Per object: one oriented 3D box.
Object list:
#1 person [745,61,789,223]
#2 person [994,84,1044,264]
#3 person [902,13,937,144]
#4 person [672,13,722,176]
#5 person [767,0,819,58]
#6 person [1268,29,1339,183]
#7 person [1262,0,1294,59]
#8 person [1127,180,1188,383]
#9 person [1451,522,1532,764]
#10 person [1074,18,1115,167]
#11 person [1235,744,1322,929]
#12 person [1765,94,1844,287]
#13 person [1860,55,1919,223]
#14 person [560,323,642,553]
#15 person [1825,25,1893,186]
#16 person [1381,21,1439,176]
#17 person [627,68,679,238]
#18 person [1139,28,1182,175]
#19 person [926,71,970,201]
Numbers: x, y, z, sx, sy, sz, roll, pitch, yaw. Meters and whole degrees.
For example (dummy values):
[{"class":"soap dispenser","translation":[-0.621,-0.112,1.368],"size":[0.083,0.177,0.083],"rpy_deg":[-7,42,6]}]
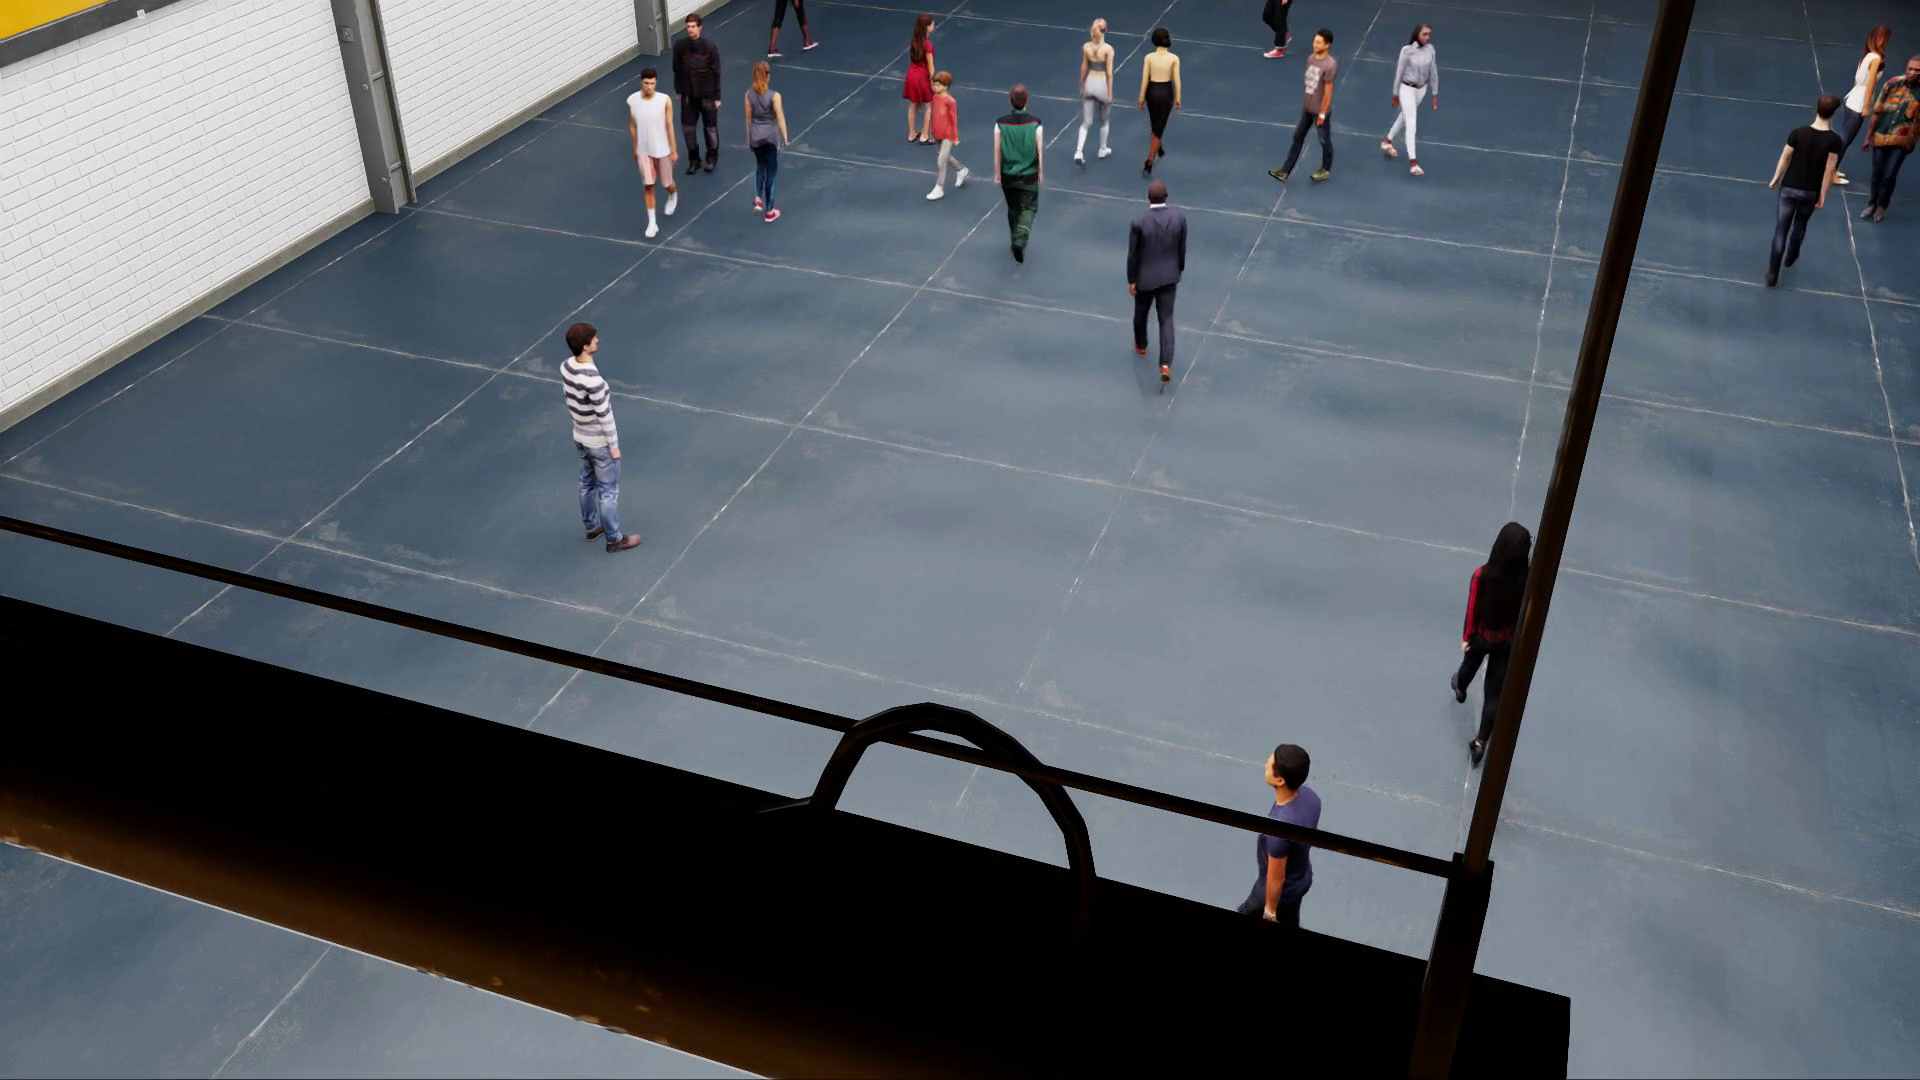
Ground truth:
[{"class":"person","translation":[-2.109,-4.230,17.799],"size":[0.566,1.716,0.588],"rpy_deg":[11,35,16]},{"class":"person","translation":[0.604,-3.682,16.878],"size":[0.757,1.823,1.040],"rpy_deg":[5,34,8]},{"class":"person","translation":[-0.480,-5.513,19.883],"size":[0.755,1.545,0.693],"rpy_deg":[-25,41,-33]},{"class":"person","translation":[-2.959,-5.130,19.052],"size":[0.811,1.827,0.795],"rpy_deg":[5,34,7]},{"class":"person","translation":[-2.402,-7.387,22.556],"size":[0.815,1.707,1.256],"rpy_deg":[20,39,28]},{"class":"person","translation":[4.098,-4.864,18.729],"size":[1.168,1.742,1.063],"rpy_deg":[-18,38,-25]},{"class":"person","translation":[4.450,-7.462,22.635],"size":[0.923,1.746,0.850],"rpy_deg":[-10,35,-14]},{"class":"person","translation":[1.768,-2.285,14.798],"size":[0.994,1.798,1.290],"rpy_deg":[0,34,0]},{"class":"person","translation":[3.393,0.691,10.484],"size":[0.797,1.618,1.101],"rpy_deg":[1,34,2]},{"class":"person","translation":[1.538,-5.135,19.195],"size":[0.671,1.678,1.086],"rpy_deg":[15,37,21]},{"class":"person","translation":[1.741,1.823,8.641],"size":[0.825,1.773,0.840],"rpy_deg":[19,38,26]},{"class":"person","translation":[8.291,-3.416,16.444],"size":[0.774,1.861,1.123],"rpy_deg":[15,36,21]},{"class":"person","translation":[10.070,-4.348,17.908],"size":[0.794,1.792,0.816],"rpy_deg":[28,43,35]},{"class":"person","translation":[-2.749,-0.773,12.474],"size":[0.721,1.854,0.688],"rpy_deg":[29,43,36]},{"class":"person","translation":[10.105,-4.912,18.765],"size":[0.660,1.782,0.485],"rpy_deg":[8,34,12]},{"class":"person","translation":[5.177,-5.144,19.215],"size":[1.096,1.670,1.268],"rpy_deg":[-10,35,-14]},{"class":"person","translation":[-3.217,-4.170,17.678],"size":[0.859,1.749,1.182],"rpy_deg":[3,34,4]},{"class":"person","translation":[2.261,-4.965,19.002],"size":[0.670,1.607,1.001],"rpy_deg":[9,35,13]},{"class":"person","translation":[-0.117,-4.538,18.552],"size":[0.989,1.395,0.799],"rpy_deg":[-25,41,-33]}]
